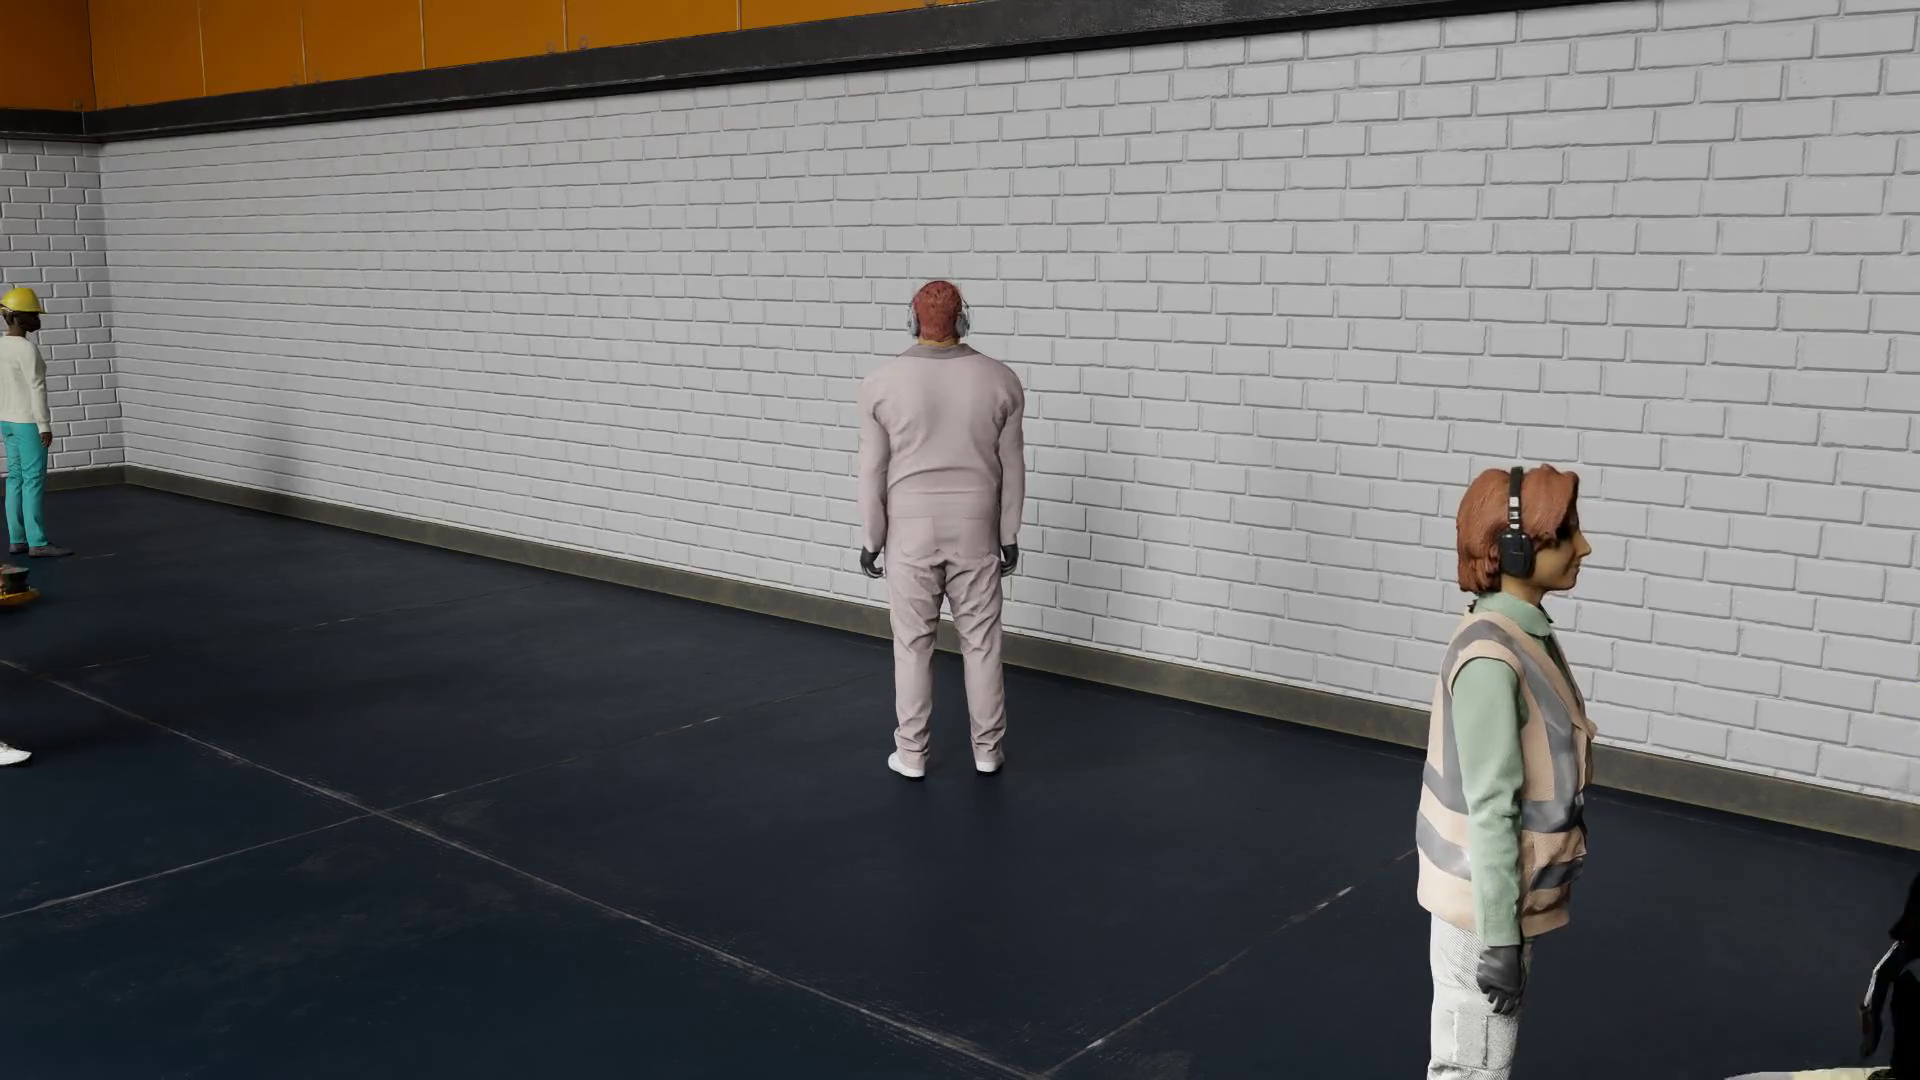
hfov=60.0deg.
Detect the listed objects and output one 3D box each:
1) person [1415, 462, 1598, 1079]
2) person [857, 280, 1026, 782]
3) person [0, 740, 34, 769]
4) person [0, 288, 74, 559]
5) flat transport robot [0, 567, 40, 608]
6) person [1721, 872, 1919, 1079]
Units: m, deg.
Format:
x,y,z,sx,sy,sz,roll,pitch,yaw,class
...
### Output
x,y,z,sx,sy,sz,roll,pitch,yaw,class
0.992,0.674,3.073,0.307,1.644,0.514,4,11,21,person
-0.075,-0.027,6.336,0.643,1.902,0.399,-1,10,-8,person
-4.155,-0.028,6.466,0.965,1.854,0.703,4,11,19,person
-6.107,-0.764,10.919,0.533,1.765,0.326,7,12,36,person
-5.993,0.273,9.260,1.431,0.197,0.652,2,10,11,flat transport robot
0.679,0.953,1.098,0.624,1.772,0.953,7,12,36,person
